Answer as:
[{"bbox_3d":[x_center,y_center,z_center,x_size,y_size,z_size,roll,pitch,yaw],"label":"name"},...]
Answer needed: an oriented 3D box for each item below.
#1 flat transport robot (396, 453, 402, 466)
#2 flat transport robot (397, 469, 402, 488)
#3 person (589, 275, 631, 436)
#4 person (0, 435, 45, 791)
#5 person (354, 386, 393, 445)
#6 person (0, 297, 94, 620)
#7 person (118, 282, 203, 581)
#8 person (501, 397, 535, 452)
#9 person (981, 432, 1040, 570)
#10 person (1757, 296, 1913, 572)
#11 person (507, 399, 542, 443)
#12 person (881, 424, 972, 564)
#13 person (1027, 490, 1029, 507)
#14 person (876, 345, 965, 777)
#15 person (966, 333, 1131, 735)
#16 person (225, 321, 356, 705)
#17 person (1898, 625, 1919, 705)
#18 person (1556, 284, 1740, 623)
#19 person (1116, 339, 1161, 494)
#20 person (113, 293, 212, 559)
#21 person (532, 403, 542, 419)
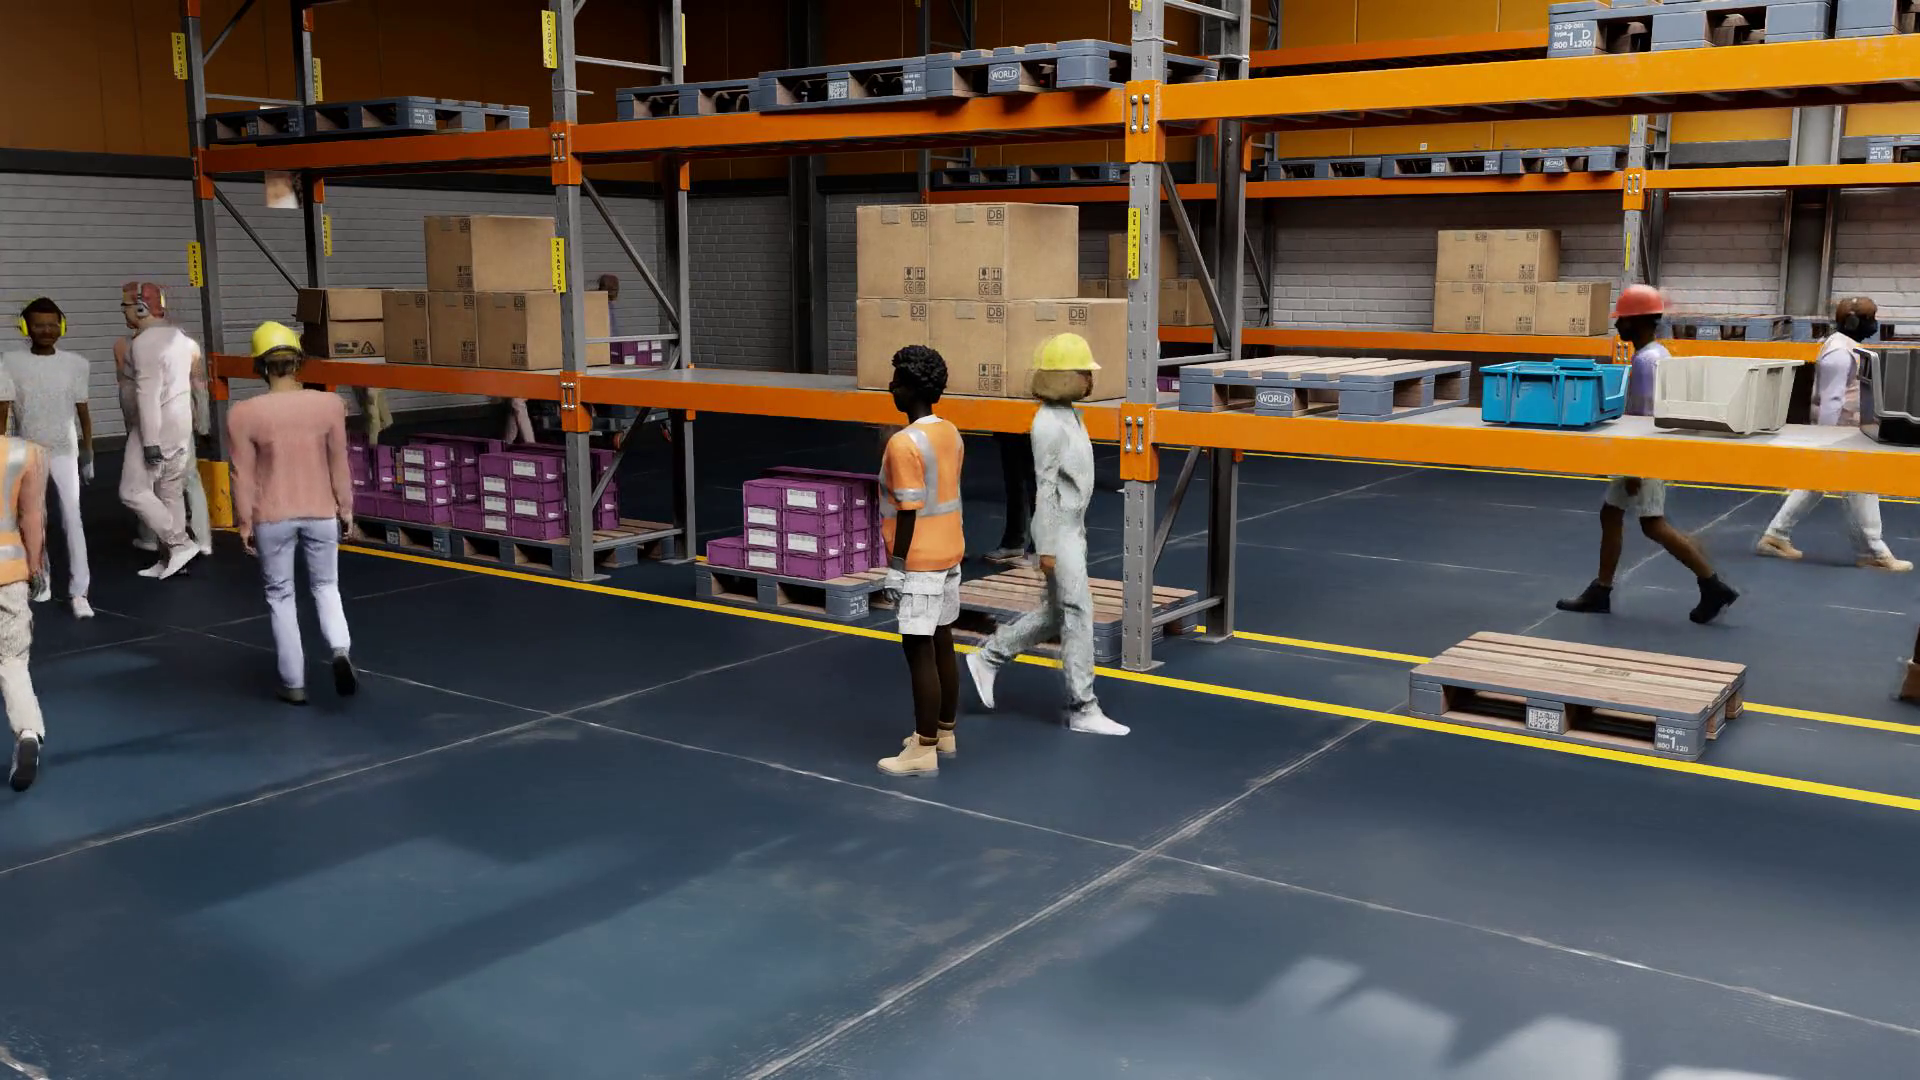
[{"bbox_3d":[-5.181,-0.638,15.098,0.652,0.197,1.431,-3,10,-20],"label":"flat transport robot"},{"bbox_3d":[-4.577,-0.492,14.232,1.431,0.197,0.652,-3,10,-20],"label":"flat transport robot"},{"bbox_3d":[-4.034,-2.110,19.145,0.743,1.862,0.736,-3,10,-19],"label":"person"},{"bbox_3d":[-3.747,0.164,6.345,0.517,1.607,0.665,-7,12,-35],"label":"person"},{"bbox_3d":[-5.593,-1.420,15.729,0.418,1.620,0.513,-1,10,-3],"label":"person"},{"bbox_3d":[-5.297,-0.492,9.630,0.532,1.827,0.971,-6,11,-32],"label":"person"},{"bbox_3d":[-5.080,-0.676,10.506,0.414,1.893,0.659,0,10,-2],"label":"person"},{"bbox_3d":[-4.438,-1.683,16.334,0.990,1.942,0.647,8,12,39],"label":"person"},{"bbox_3d":[0.405,-0.800,10.939,0.376,1.995,0.612,-6,11,-31],"label":"person"},{"bbox_3d":[5.831,-0.716,11.032,0.938,1.801,0.635,6,11,31],"label":"person"},{"bbox_3d":[-4.865,-2.026,18.484,0.464,1.920,0.563,-8,12,-39],"label":"person"},{"bbox_3d":[-0.243,-0.668,11.012,0.925,1.707,0.536,9,13,42],"label":"person"},{"bbox_3d":[0.537,-1.207,13.848,0.649,1.832,0.572,-5,11,-25],"label":"person"},{"bbox_3d":[-0.154,0.083,6.569,0.318,1.697,0.535,3,10,19],"label":"person"},{"bbox_3d":[0.376,-0.028,7.142,0.699,1.724,0.489,3,10,16],"label":"person"},{"bbox_3d":[-2.981,-0.101,7.464,0.529,1.752,0.474,-7,12,-35],"label":"person"},{"bbox_3d":[4.682,-0.198,7.314,0.898,2.007,0.624,7,12,36],"label":"person"},{"bbox_3d":[3.912,-0.475,9.309,0.910,1.907,0.549,4,10,24],"label":"person"},{"bbox_3d":[1.566,-1.212,14.451,0.307,1.640,0.518,6,11,33],"label":"person"},{"bbox_3d":[-5.420,-0.797,11.379,0.960,1.853,0.606,9,13,43],"label":"person"},{"bbox_3d":[-5.569,-2.529,21.323,0.614,1.963,0.362,2,10,14],"label":"person"}]
